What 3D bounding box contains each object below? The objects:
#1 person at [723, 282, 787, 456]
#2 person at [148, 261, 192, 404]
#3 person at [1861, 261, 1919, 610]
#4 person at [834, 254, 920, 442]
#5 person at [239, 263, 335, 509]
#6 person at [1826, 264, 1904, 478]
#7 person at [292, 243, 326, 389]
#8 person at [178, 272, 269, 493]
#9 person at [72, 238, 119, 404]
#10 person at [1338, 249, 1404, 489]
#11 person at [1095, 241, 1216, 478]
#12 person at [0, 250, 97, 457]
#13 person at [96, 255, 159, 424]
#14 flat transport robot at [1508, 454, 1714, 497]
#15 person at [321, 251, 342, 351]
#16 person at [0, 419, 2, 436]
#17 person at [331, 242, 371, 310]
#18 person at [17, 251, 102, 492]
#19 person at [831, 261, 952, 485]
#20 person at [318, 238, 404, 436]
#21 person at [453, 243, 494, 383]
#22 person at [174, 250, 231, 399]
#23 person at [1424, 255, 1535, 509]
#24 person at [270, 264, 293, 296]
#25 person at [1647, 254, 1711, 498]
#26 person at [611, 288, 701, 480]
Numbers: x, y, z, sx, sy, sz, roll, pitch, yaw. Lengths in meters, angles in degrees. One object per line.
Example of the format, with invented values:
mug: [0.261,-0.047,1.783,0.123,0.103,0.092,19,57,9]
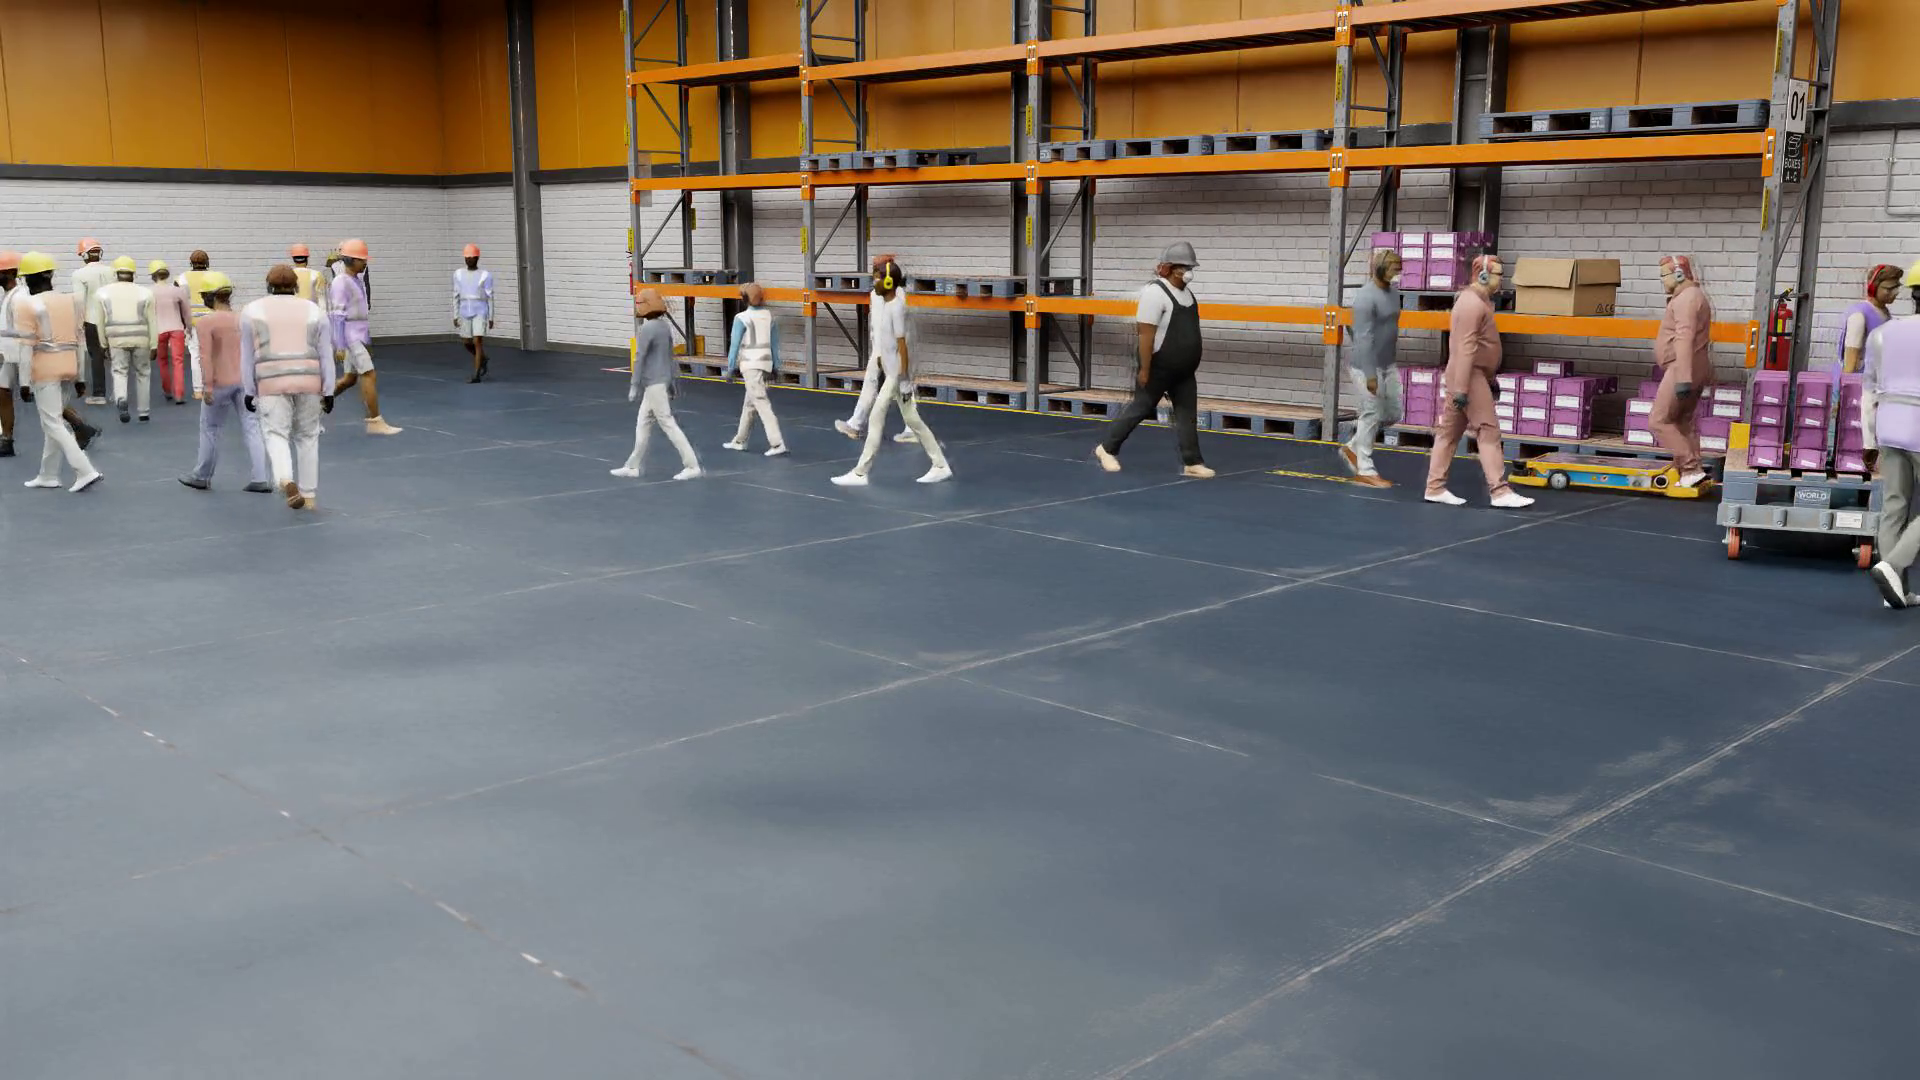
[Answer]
person: [-1.900,-1.573,15.335,0.856,1.592,0.532,7,13,34]
person: [-9.584,-2.508,20.115,0.546,1.708,0.941,-5,12,-25]
person: [5.083,-0.548,8.873,0.488,1.914,0.614,-6,12,-29]
person: [-0.777,-1.883,16.378,0.987,1.826,0.596,6,12,30]
person: [-4.861,-1.091,12.088,0.644,1.828,0.674,-6,12,-30]
person: [6.421,-1.051,11.866,0.671,1.820,0.481,-10,15,-44]
person: [-8.469,-2.874,21.548,0.565,1.914,0.585,-1,10,-8]
person: [-5.848,-1.231,13.110,0.859,1.729,0.553,5,11,24]
person: [-10.370,-2.629,20.028,0.388,1.987,0.608,6,12,29]
person: [3.300,-1.363,13.321,0.502,1.916,0.656,9,14,40]
person: [1.643,-1.556,14.027,1.031,2.000,0.694,9,14,40]
person: [-8.523,-1.704,15.255,0.924,1.902,0.550,-10,14,-44]
person: [-8.840,-2.115,17.691,0.602,1.817,0.653,-4,11,-20]
flat transport robot: [5.190,-0.531,13.268,1.431,0.197,0.652,7,12,33]
person: [-10.957,-4.196,29.249,0.486,1.740,0.313,0,10,1]
person: [-9.958,-1.803,16.616,0.878,1.582,0.533,4,11,23]
person: [-10.034,-3.945,27.456,0.587,1.896,0.390,-5,12,-26]
person: [-7.166,-1.320,13.131,0.795,1.900,0.601,2,11,12]
person: [-0.523,-1.346,13.507,0.992,1.823,0.554,-1,10,-4]
person: [-6.193,-2.034,16.760,0.994,2.000,0.603,-1,10,-3]
person: [-6.697,-3.140,22.994,0.556,1.922,0.721,1,10,6]
person: [-9.399,-2.678,20.694,0.626,1.844,0.429,-5,11,-24]
person: [3.908,-1.164,12.345,0.884,1.869,0.668,3,11,14]
person: [-9.794,-3.213,24.243,0.527,1.612,0.770,-7,12,-32]
person: [5.539,-1.250,12.811,0.418,1.875,0.685,6,12,31]
person: [-2.523,-1.288,13.795,0.846,1.590,0.512,2,11,13]
